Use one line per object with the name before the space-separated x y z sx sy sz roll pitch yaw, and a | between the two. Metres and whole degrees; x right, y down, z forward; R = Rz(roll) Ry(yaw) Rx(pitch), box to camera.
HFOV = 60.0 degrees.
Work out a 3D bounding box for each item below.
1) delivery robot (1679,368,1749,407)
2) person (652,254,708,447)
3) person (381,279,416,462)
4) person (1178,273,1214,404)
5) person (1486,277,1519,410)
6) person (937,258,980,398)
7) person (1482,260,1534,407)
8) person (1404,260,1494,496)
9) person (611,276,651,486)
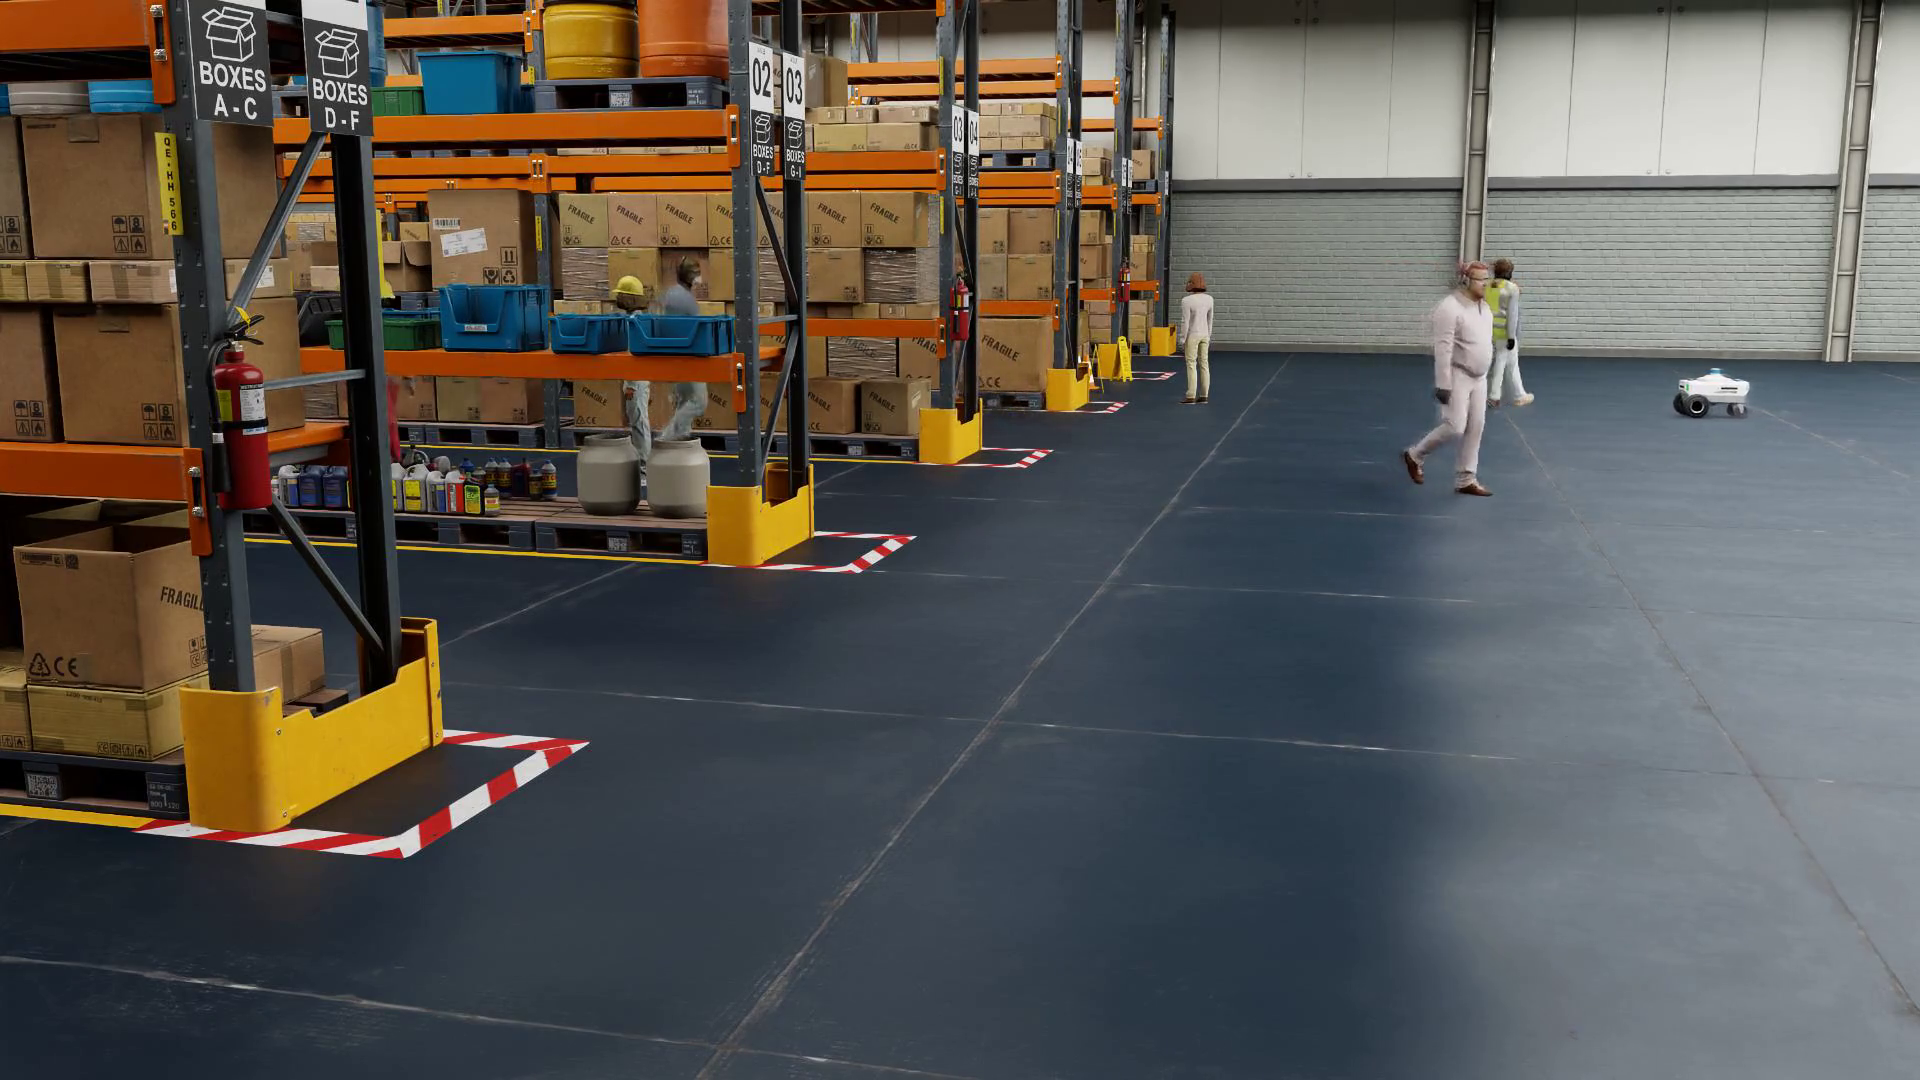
delivery robot | 8.723 -1.742 19.248 0.707 0.478 0.477 1 10 8
person | -2.450 -1.589 14.877 0.443 1.920 0.634 -1 10 -5
person | -4.907 -1.345 14.061 0.883 1.728 0.532 5 12 28
person | 2.945 -2.511 20.779 0.500 1.633 0.283 -7 12 -34
person | 6.499 -2.380 20.221 0.510 1.596 0.860 8 13 38
person | -0.097 -2.313 18.964 0.472 1.891 0.665 2 10 13
person | 6.633 -2.506 20.294 0.870 1.798 0.653 -6 12 -30
person | 3.981 -1.296 13.372 0.643 1.887 0.635 -8 13 -39
person | -2.732 -1.319 13.868 0.290 1.746 0.487 -2 10 -8
